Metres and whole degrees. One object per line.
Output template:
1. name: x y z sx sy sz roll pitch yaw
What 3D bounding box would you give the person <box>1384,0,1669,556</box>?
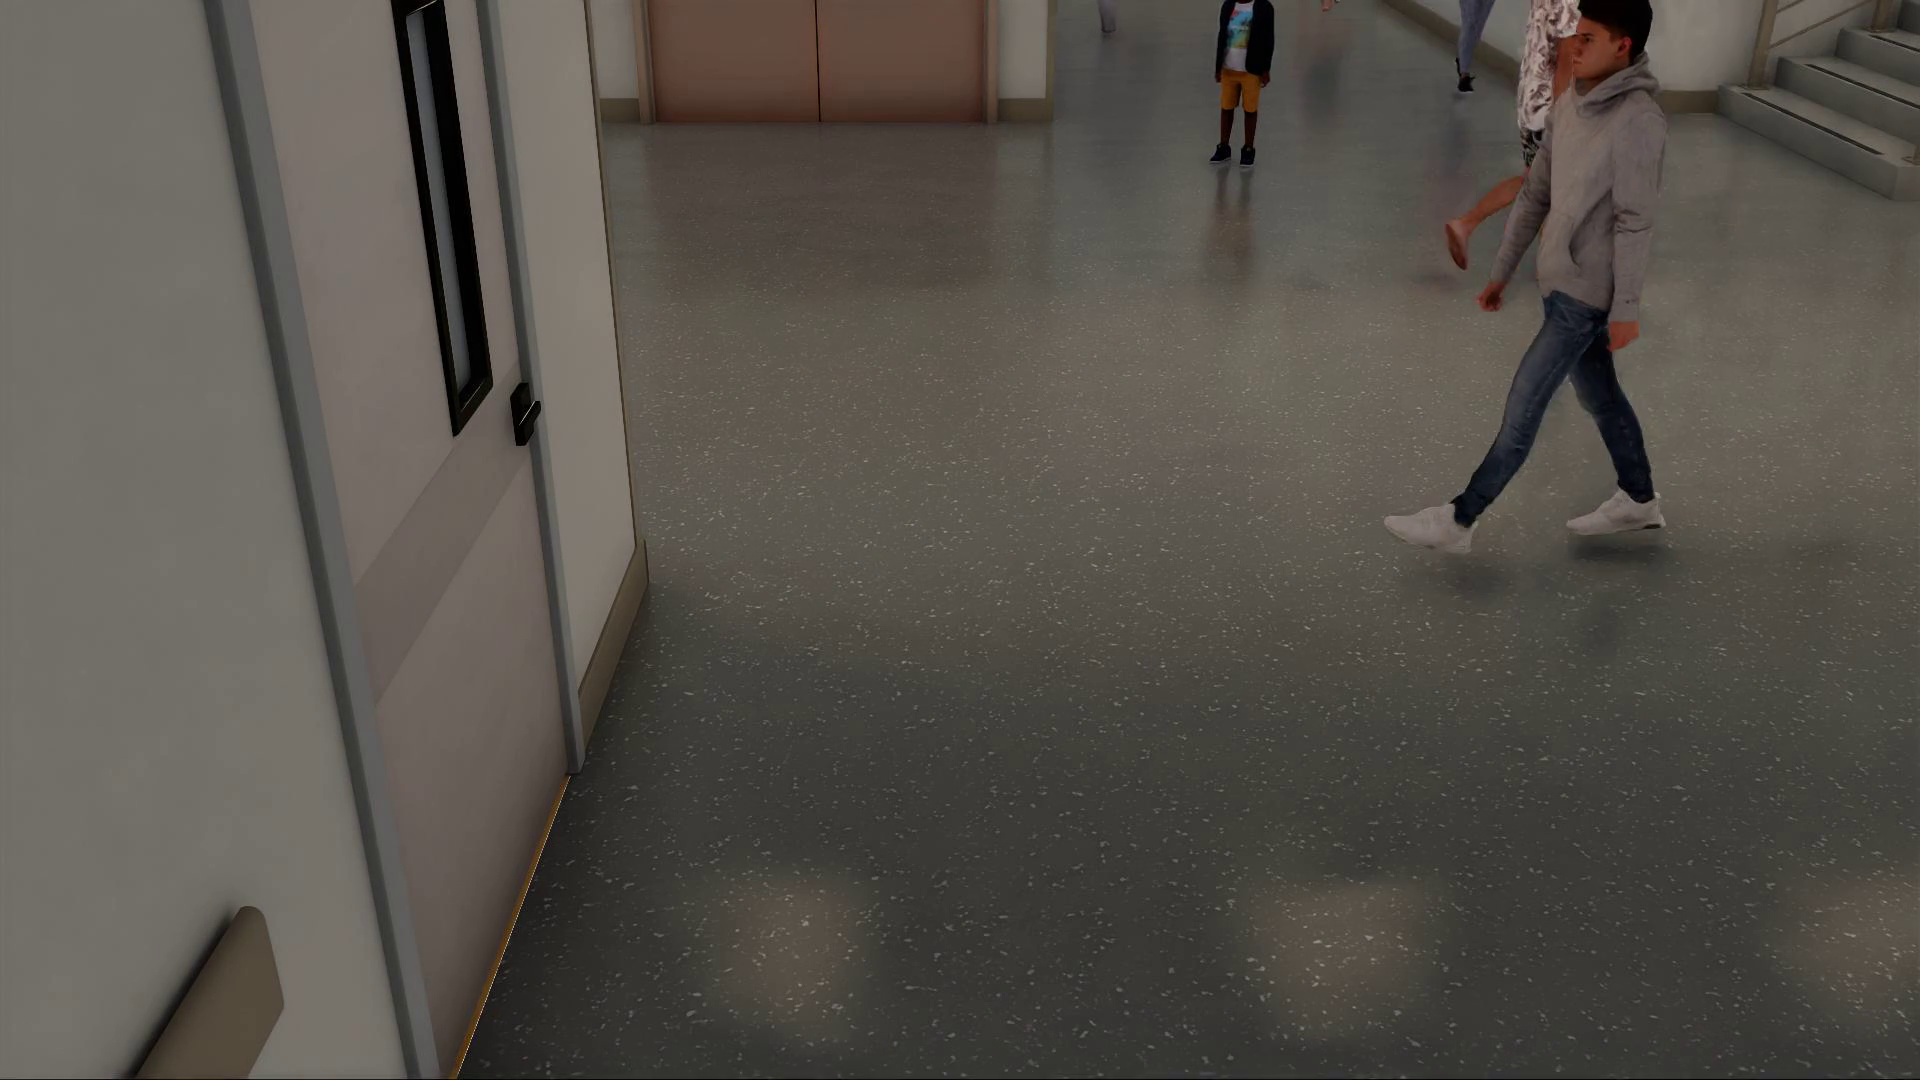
1. person: 2.042 -0.769 5.242 1.284 1.799 0.820 -3 26 -7

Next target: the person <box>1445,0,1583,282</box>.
1. person: 2.785 -2.118 8.045 0.945 1.793 0.691 0 26 -1

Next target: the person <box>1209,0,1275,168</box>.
1. person: 1.797 -3.026 10.534 0.578 1.268 0.662 12 28 24

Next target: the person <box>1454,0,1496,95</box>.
1. person: 3.967 -4.323 12.743 1.040 1.686 0.607 0 26 0
